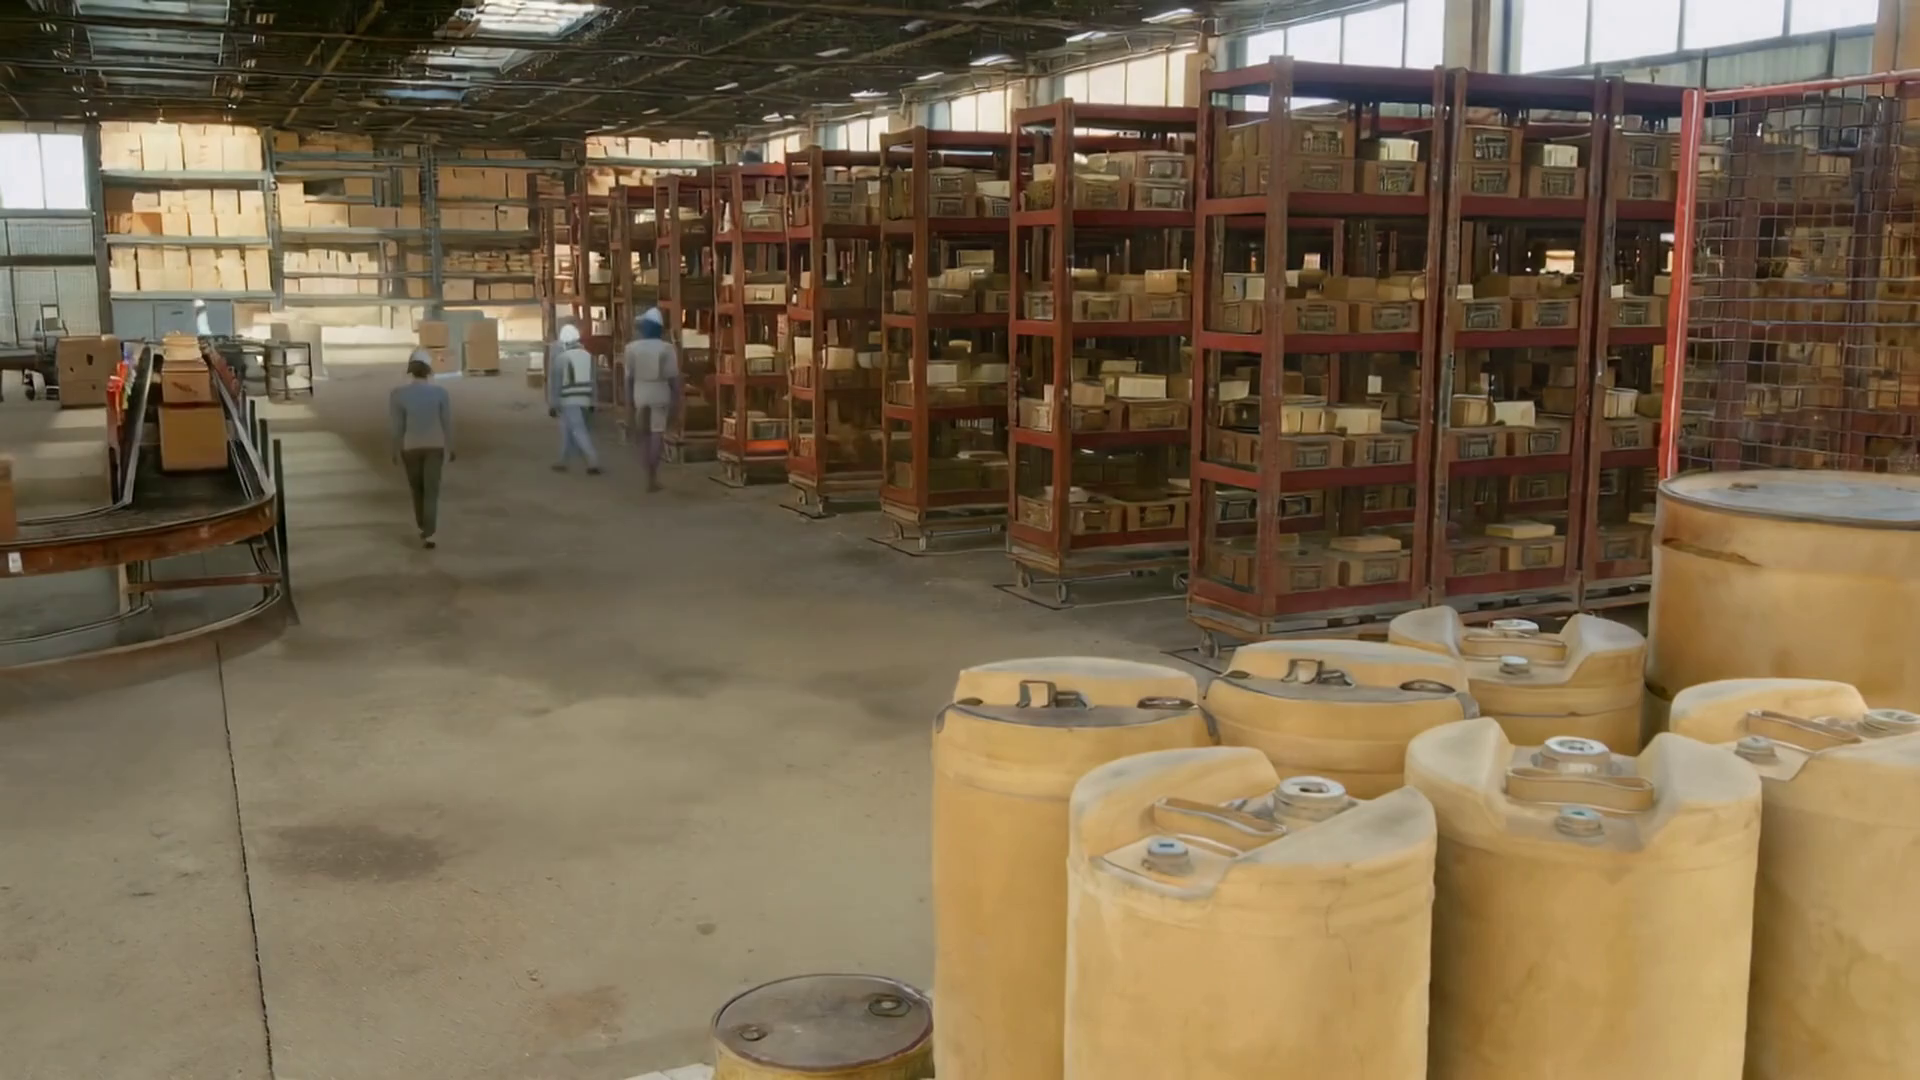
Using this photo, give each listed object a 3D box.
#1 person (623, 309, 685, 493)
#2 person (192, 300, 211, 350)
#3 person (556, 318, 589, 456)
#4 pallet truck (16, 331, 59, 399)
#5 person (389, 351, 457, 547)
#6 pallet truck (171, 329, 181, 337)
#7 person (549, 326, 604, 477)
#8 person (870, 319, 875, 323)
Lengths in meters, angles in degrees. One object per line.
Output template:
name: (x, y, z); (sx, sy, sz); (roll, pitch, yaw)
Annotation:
person: (-3.376, -1.550, 18.454); (0.640, 1.987, 1.026); (1, 9, 6)
person: (-19.177, -5.226, 42.132); (0.929, 1.702, 0.530); (-6, 11, -33)
person: (-5.088, -1.985, 21.749); (0.601, 1.813, 0.385); (8, 12, 42)
pallet truck: (-17.082, -3.353, 31.781); (1.630, 1.274, 0.653); (-4, 10, -25)
person: (-4.744, -0.811, 14.720); (0.542, 1.721, 0.916); (-2, 9, -13)
pallet truck: (-17.275, -3.851, 35.096); (1.601, 1.201, 0.680); (0, 9, 1)
person: (-4.546, -1.638, 19.664); (0.970, 1.785, 0.599); (7, 11, 36)
person: (-2.752, -6.912, 51.913); (0.653, 1.944, 1.000); (0, 9, -2)
